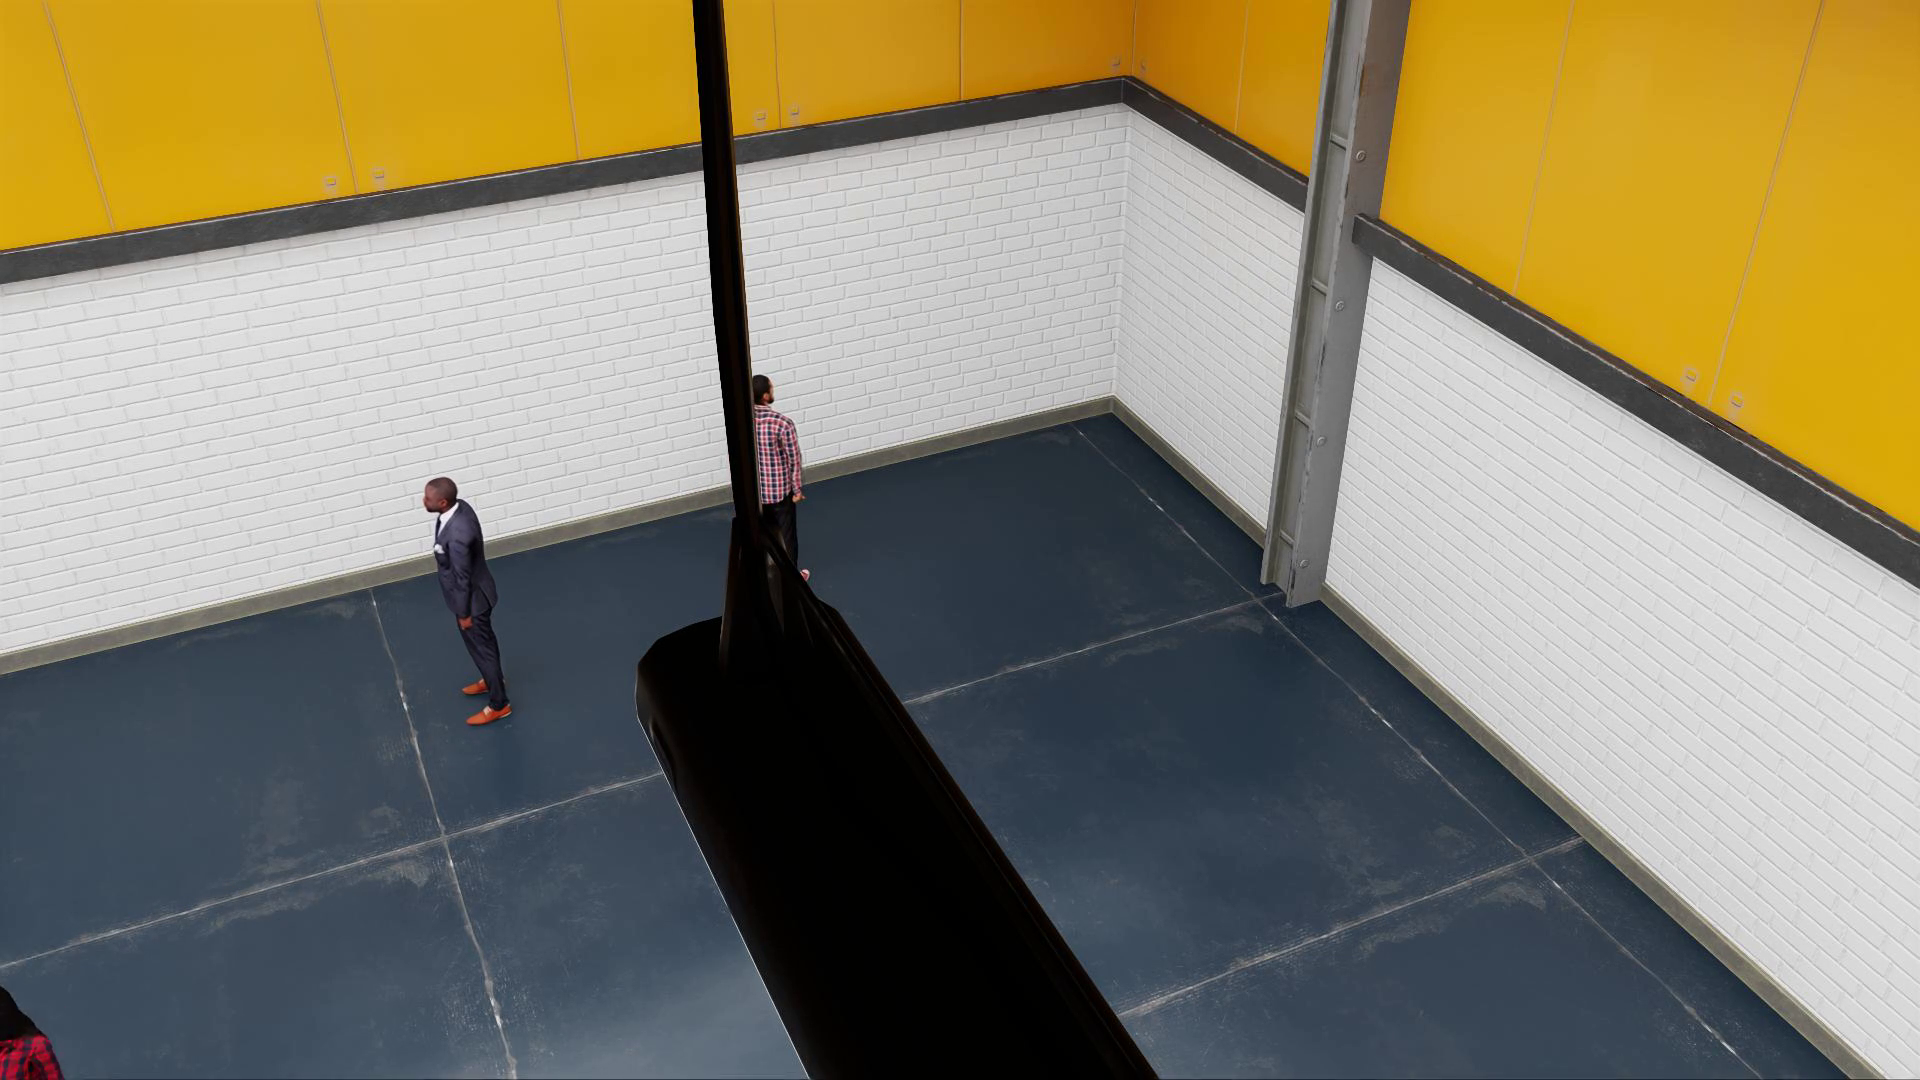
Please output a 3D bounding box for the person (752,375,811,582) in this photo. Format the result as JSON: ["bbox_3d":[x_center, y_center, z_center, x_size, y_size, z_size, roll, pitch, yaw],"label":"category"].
[{"bbox_3d":[-1.396,-0.410,12.159,0.769,1.760,0.814,9,35,13],"label":"person"}]

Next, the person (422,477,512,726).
[{"bbox_3d":[-3.222,0.369,10.935,0.768,1.817,0.567,-10,35,-14],"label":"person"}]
